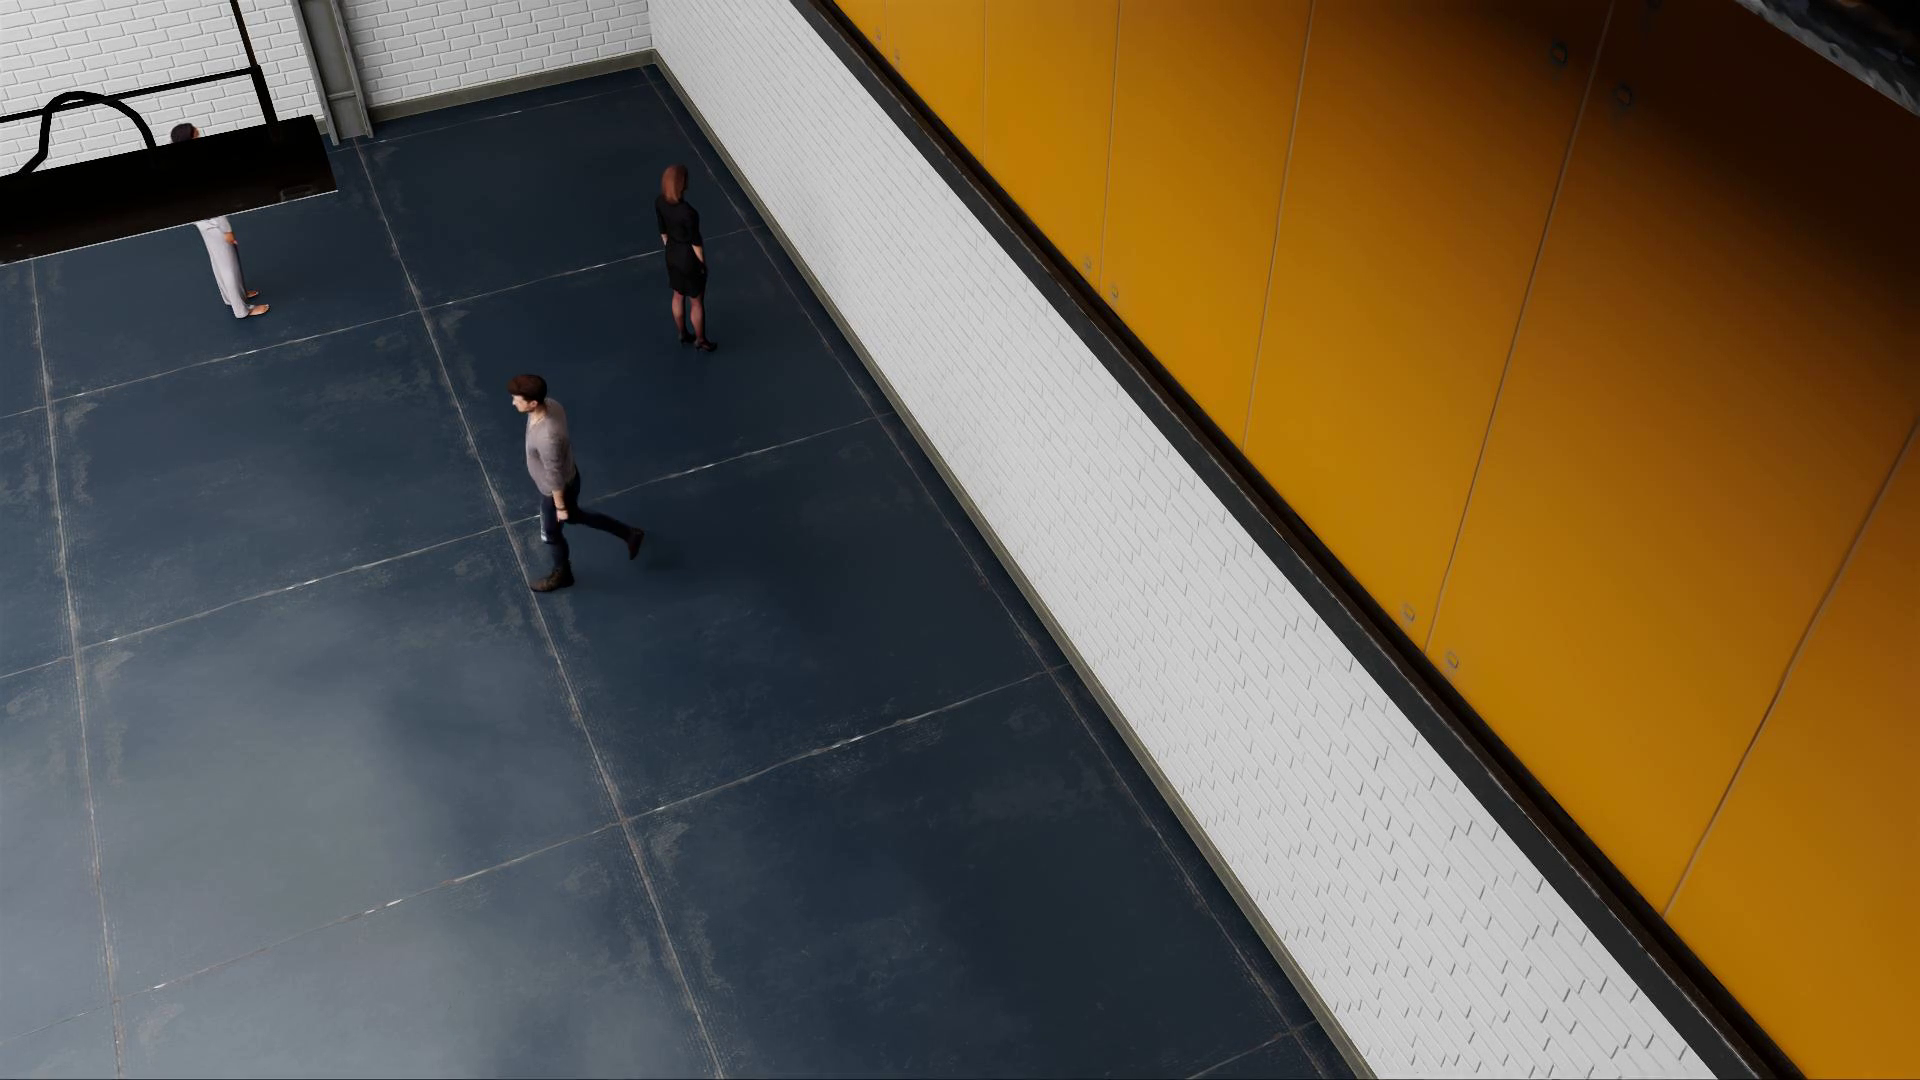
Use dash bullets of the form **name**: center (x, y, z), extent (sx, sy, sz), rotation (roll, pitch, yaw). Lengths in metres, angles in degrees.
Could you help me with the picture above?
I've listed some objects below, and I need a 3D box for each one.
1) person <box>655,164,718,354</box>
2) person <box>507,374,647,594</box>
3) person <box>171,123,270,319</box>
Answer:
- **person**: center (-2.218, -2.248, 13.380), extent (0.658, 1.705, 0.653), rotation (27, 50, 26)
- **person**: center (-2.644, -0.392, 11.306), extent (1.168, 1.879, 0.864), rotation (-7, 44, -8)
- **person**: center (-6.194, -2.660, 13.791), extent (0.593, 1.736, 0.666), rotation (-27, 50, -25)
